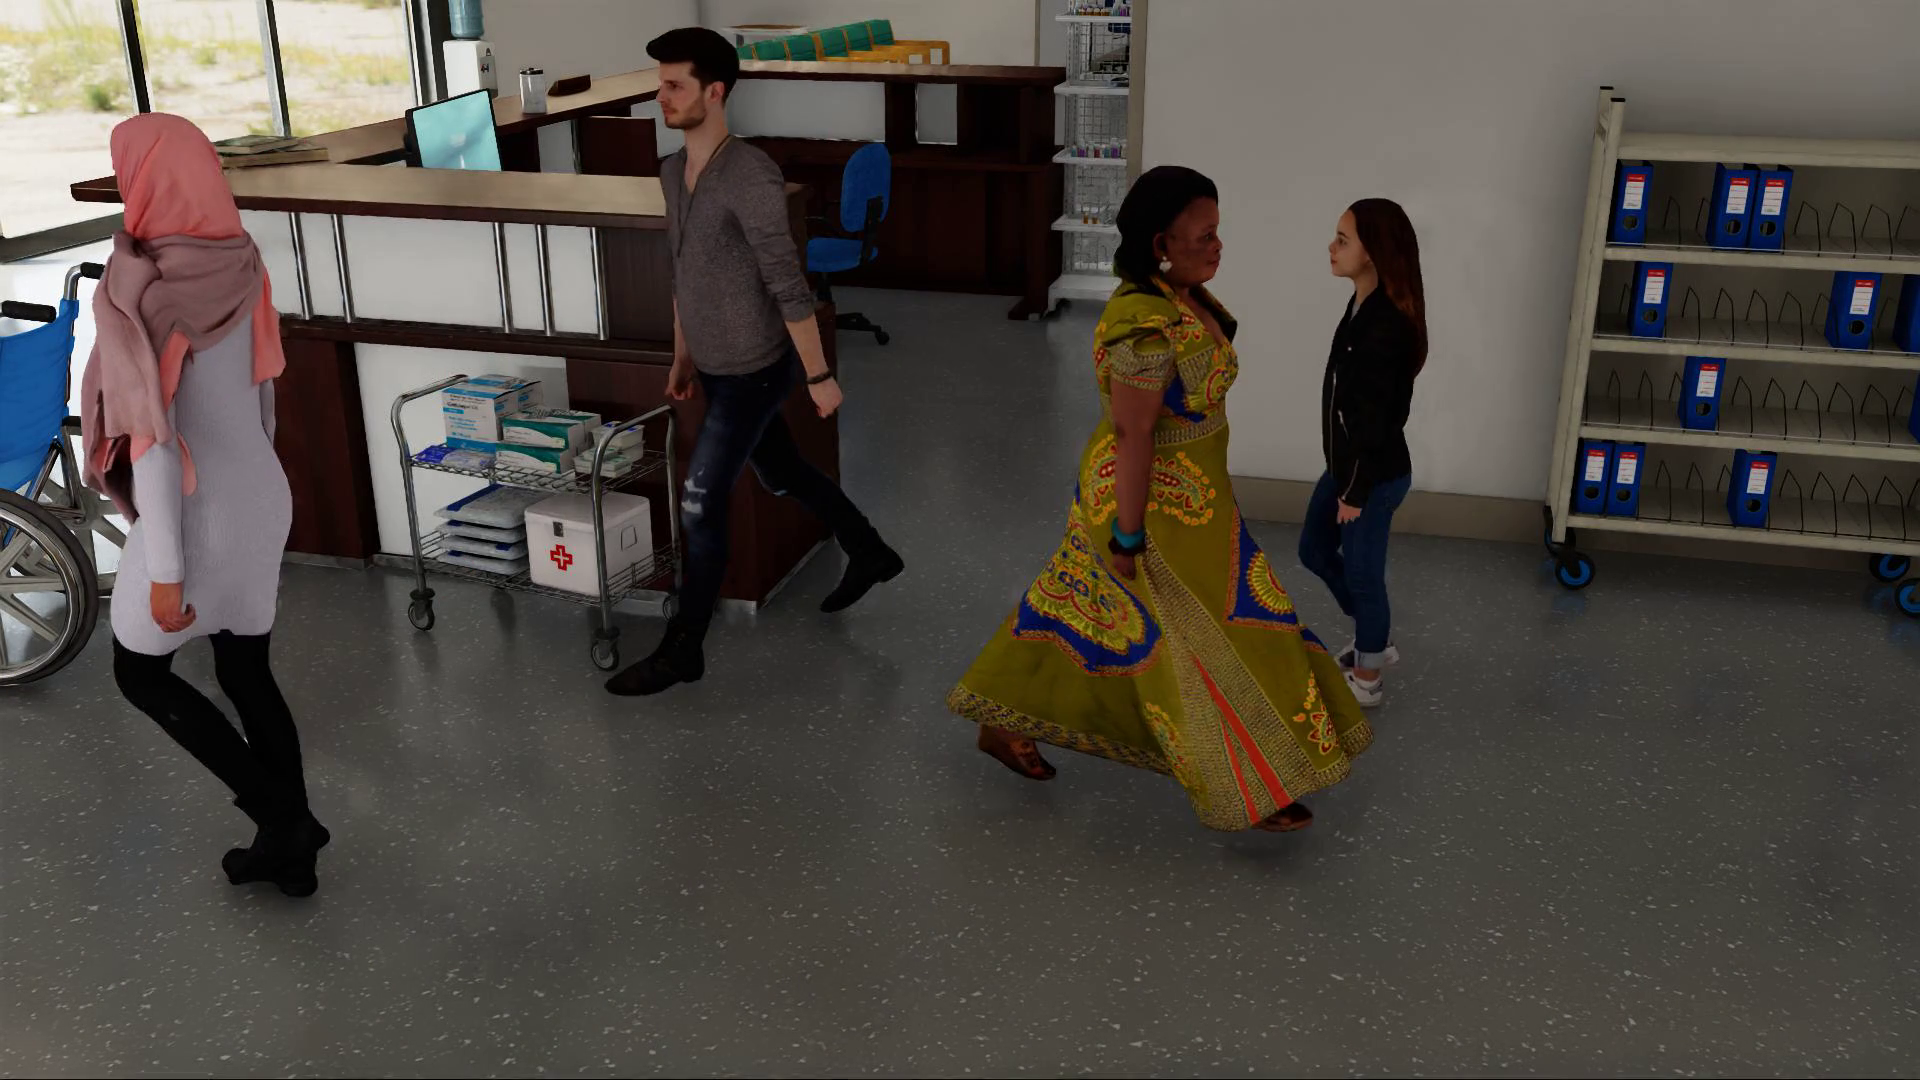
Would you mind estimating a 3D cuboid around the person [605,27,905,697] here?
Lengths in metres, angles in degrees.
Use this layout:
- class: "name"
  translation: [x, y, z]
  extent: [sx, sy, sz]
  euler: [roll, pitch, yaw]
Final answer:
- class: "person"
  translation: [-0.544, -0.487, 4.839]
  extent: [1.341, 1.844, 1.294]
  euler: [-12, 24, -28]

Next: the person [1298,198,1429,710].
- class: "person"
  translation: [1.200, -0.209, 4.628]
  extent: [0.613, 1.474, 0.625]
  euler: [0, 21, 0]

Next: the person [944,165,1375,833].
- class: "person"
  translation: [0.379, -0.064, 4.041]
  extent: [1.337, 1.619, 0.810]
  euler: [4, 21, 11]

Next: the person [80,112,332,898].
- class: "person"
  translation: [-1.550, 0.003, 3.618]
  extent: [0.626, 1.792, 0.628]
  euler: [6, 21, 15]
